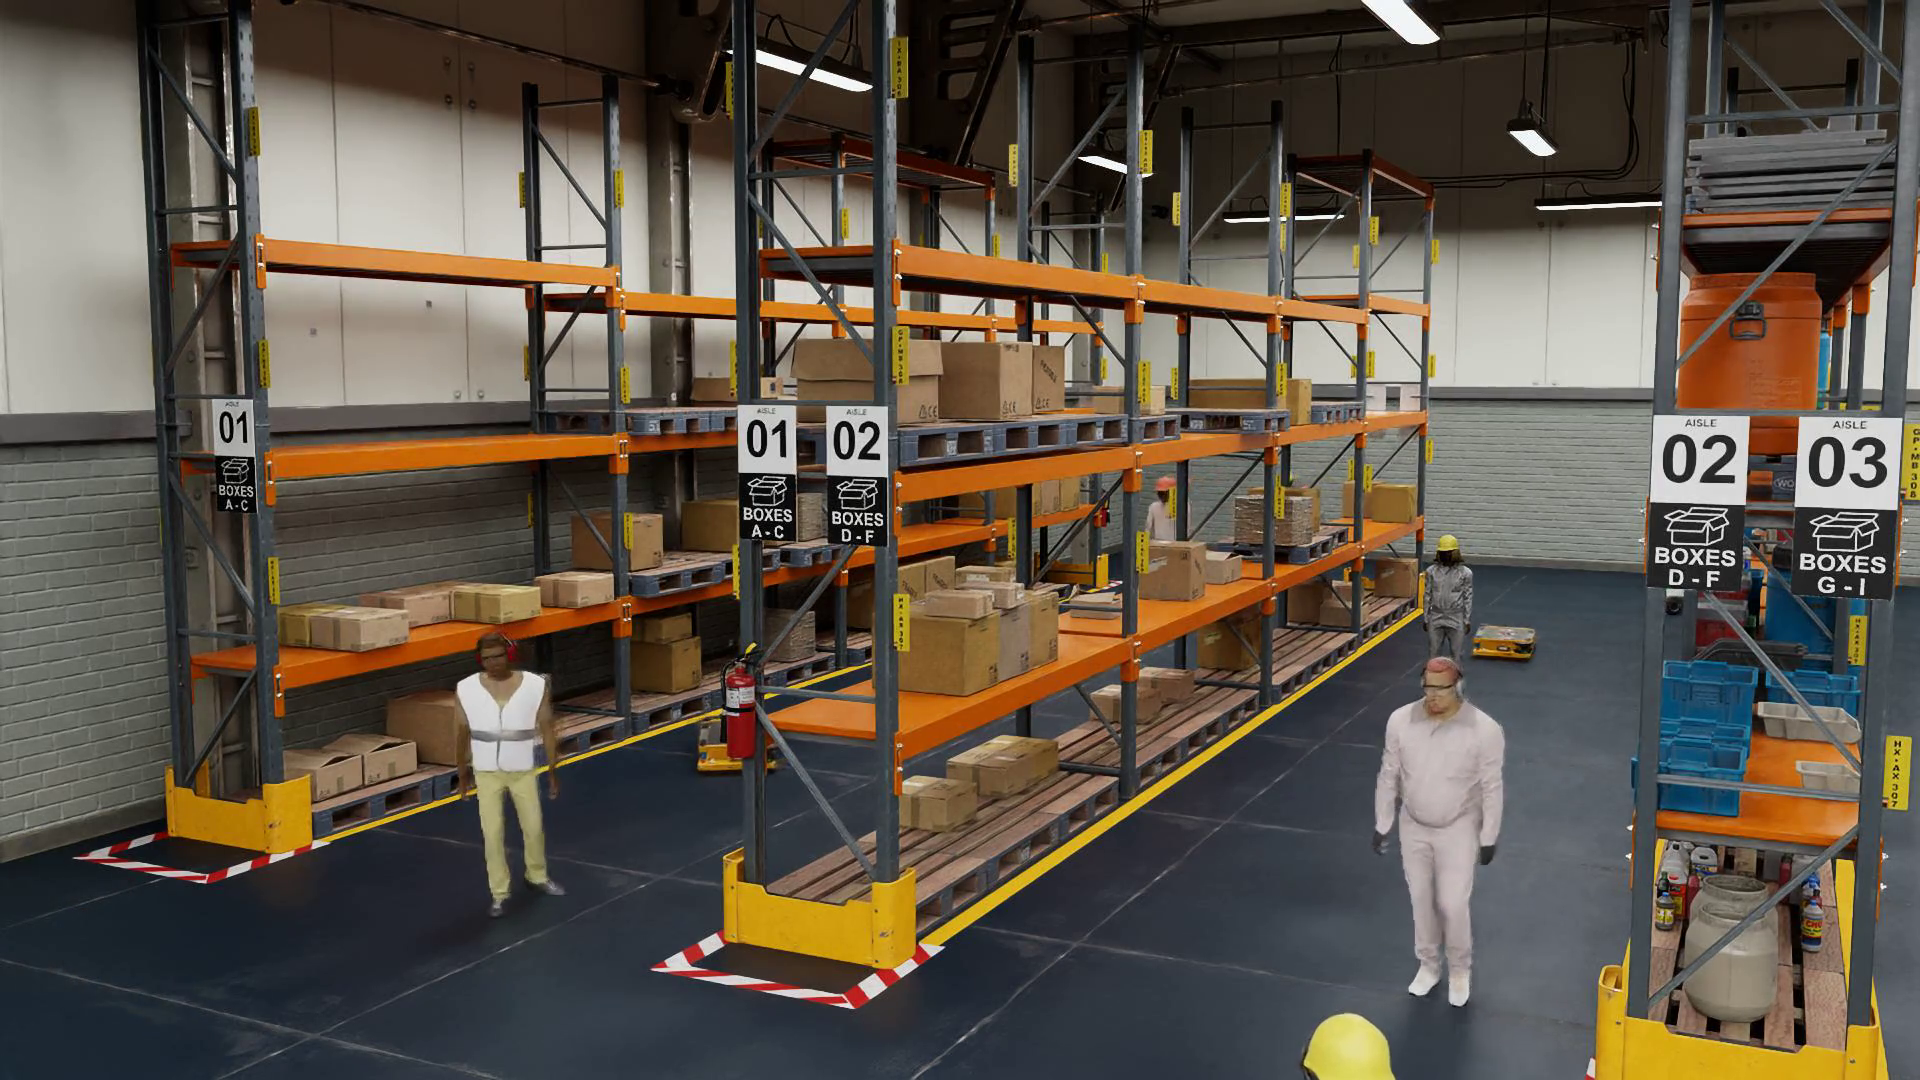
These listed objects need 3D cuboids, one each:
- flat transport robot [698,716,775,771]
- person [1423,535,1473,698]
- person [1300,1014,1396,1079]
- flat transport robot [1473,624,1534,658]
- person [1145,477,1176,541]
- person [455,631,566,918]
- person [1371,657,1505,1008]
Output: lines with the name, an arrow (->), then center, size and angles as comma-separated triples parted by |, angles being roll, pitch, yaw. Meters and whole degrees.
flat transport robot -> -1.959, 1.780, 14.693 | 0.652, 0.197, 1.431 | -1, 6, -6
person -> 4.972, 0.816, 16.987 | 0.494, 1.743, 0.306 | 3, 7, 27
person -> 1.005, 2.102, 4.433 | 0.519, 1.755, 0.364 | -3, 7, -28
flat transport robot -> 6.597, 1.219, 20.151 | 0.652, 0.197, 1.431 | 2, 6, 20
person -> 2.774, 0.113, 22.846 | 1.009, 1.937, 0.651 | -6, 8, -44
person -> -2.855, 1.450, 10.516 | 0.632, 1.814, 0.597 | -1, 6, -14
person -> 2.565, 1.567, 8.999 | 0.649, 1.891, 0.506 | 4, 7, 37
